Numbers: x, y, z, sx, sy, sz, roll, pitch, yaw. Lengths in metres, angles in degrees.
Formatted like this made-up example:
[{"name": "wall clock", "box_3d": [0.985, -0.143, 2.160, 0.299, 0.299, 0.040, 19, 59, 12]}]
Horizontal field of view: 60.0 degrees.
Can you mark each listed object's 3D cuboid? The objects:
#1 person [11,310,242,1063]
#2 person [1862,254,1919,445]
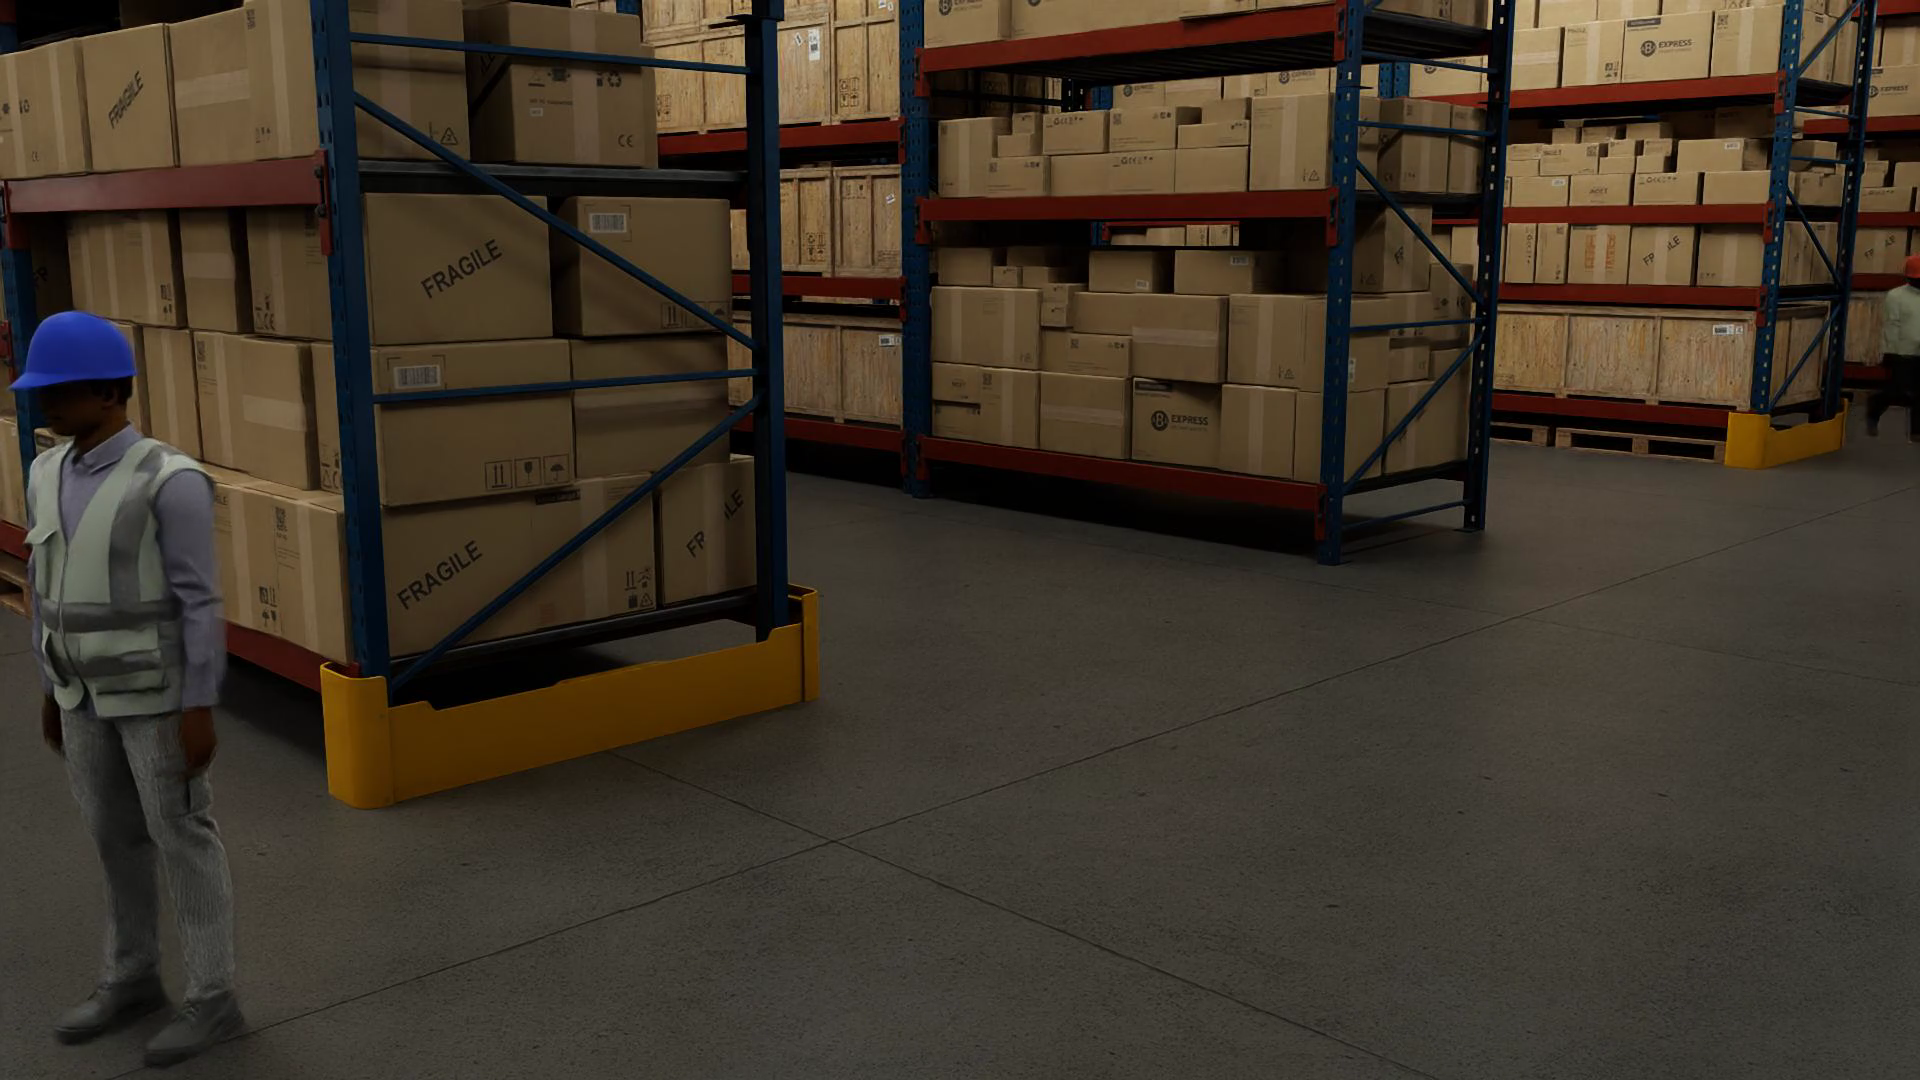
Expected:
[{"name": "person", "box_3d": [-2.167, 0.384, 4.309, 0.615, 1.944, 0.405, 4, 11, 23]}, {"name": "person", "box_3d": [9.607, -1.928, 16.906, 0.676, 1.951, 0.599, -3, 11, -14]}]
